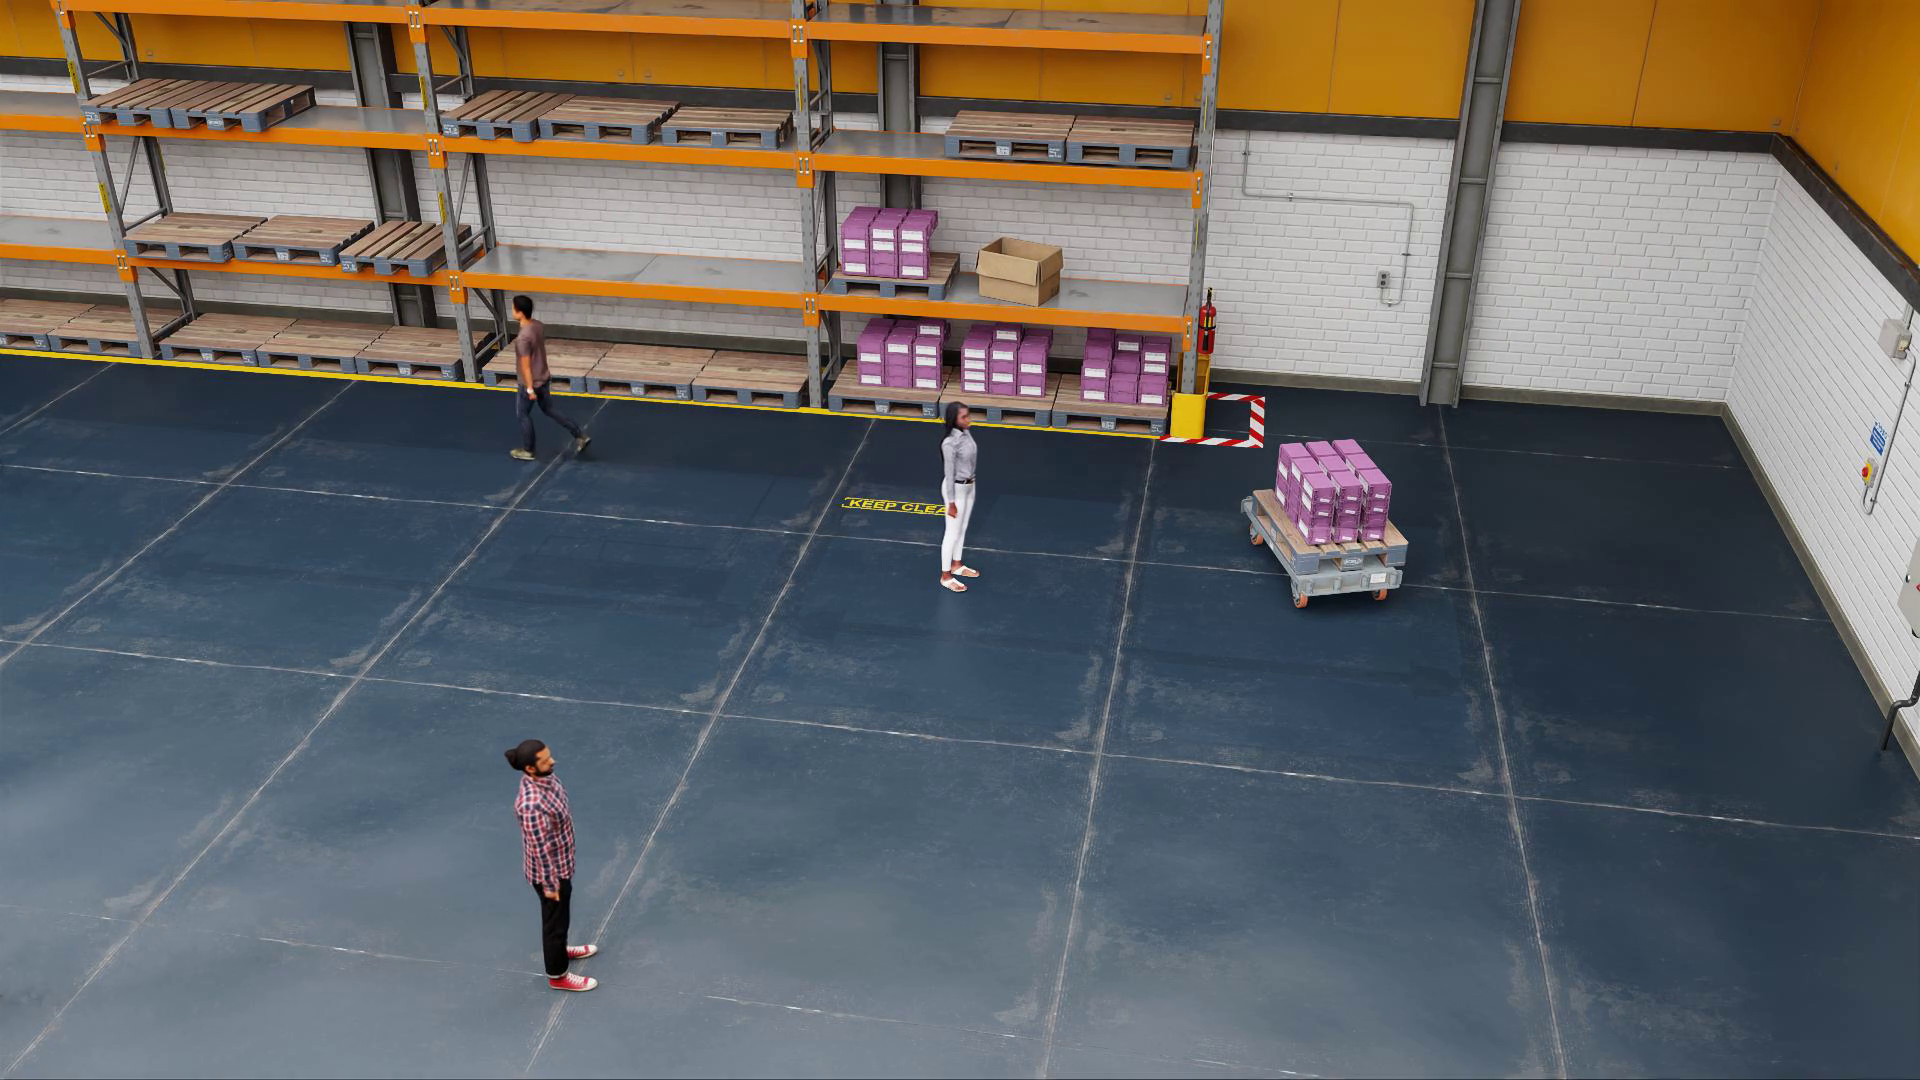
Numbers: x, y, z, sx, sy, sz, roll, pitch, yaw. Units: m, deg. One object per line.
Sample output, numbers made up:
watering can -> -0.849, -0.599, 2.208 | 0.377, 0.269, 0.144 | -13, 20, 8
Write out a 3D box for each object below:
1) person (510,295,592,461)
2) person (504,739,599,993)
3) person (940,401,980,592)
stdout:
person -> -4.142, -1.592, 16.562 | 1.077, 1.754, 0.668 | 6, 29, 11
person -> -2.479, 1.944, 10.073 | 0.737, 1.760, 0.774 | -5, 29, -10
person -> -0.010, -0.408, 14.423 | 0.594, 1.724, 0.651 | 13, 31, 22
